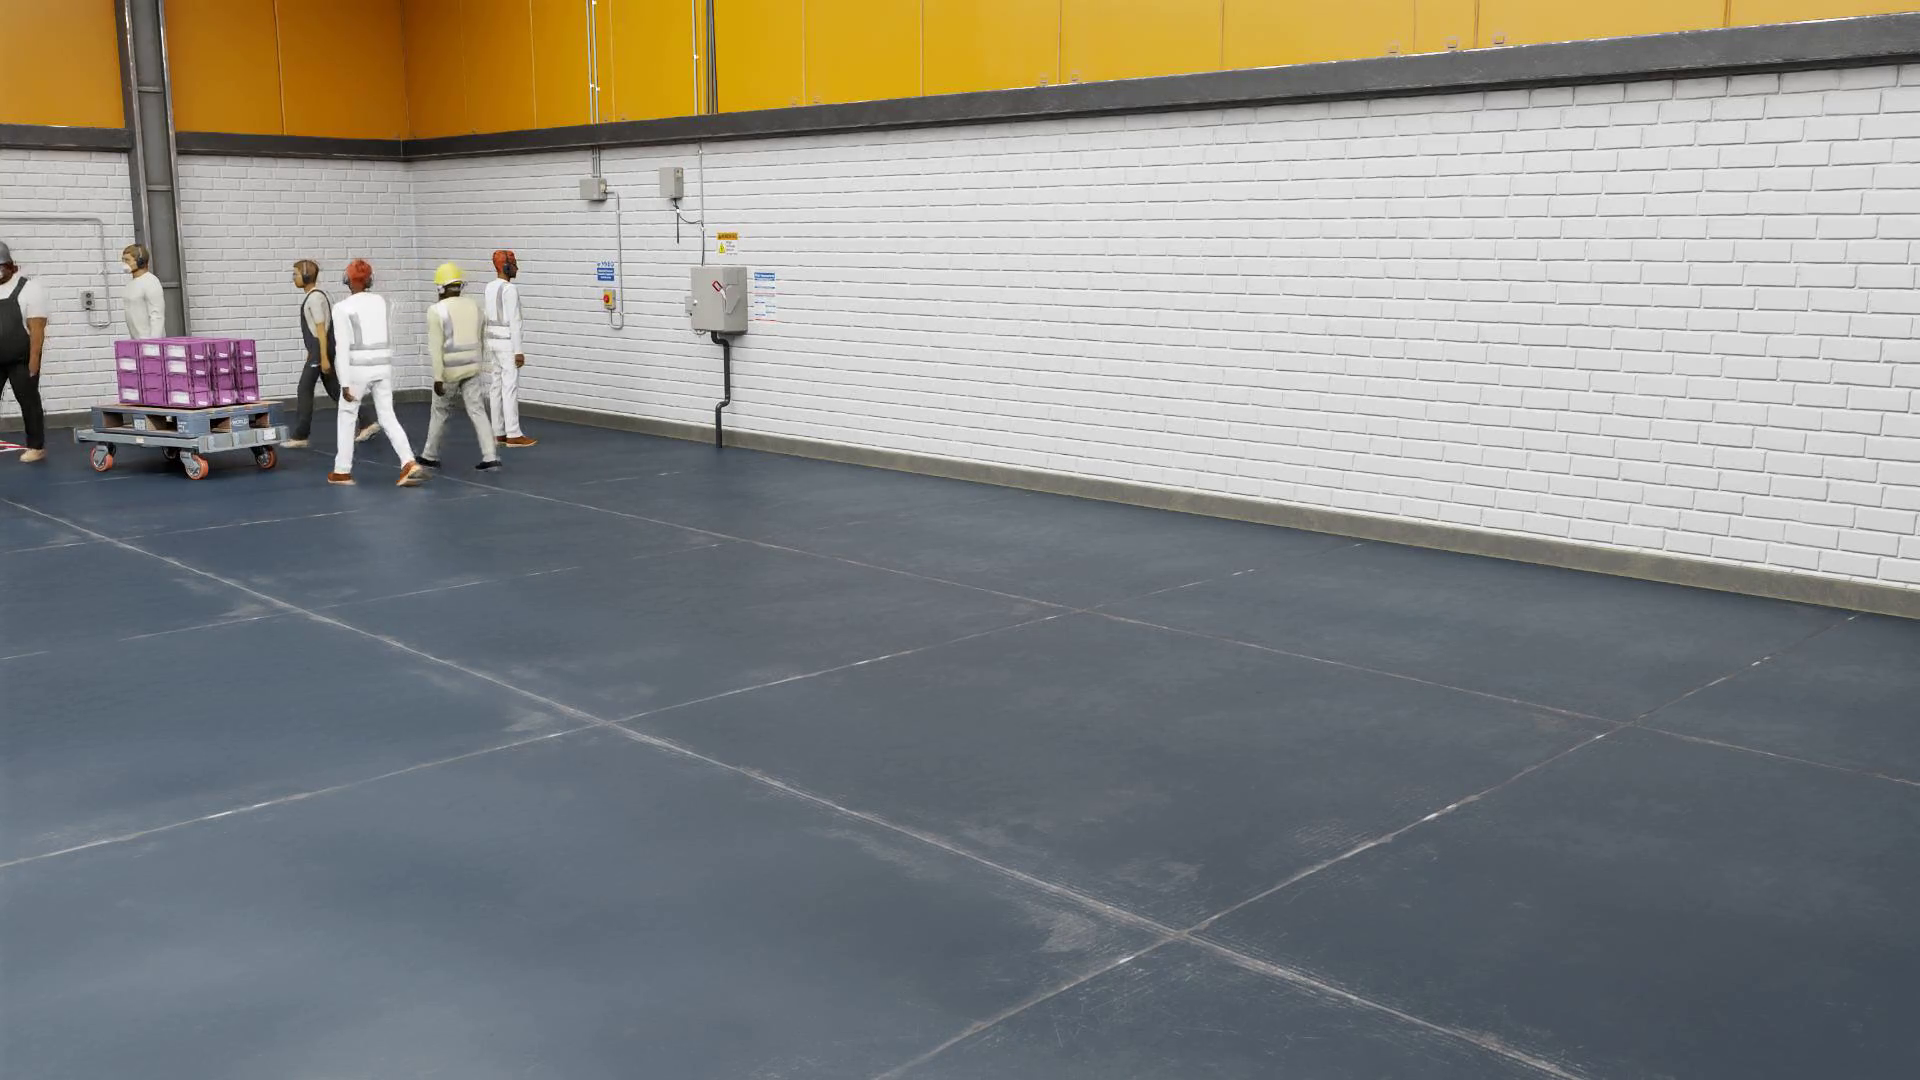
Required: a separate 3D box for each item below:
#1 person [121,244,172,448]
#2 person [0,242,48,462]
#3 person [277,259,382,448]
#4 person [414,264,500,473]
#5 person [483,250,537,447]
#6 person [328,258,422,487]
[{"bbox_3d":[-7.811,-1.857,15.949,0.372,1.940,0.627,-10,14,-43],"label":"person"},{"bbox_3d":[-8.363,-1.650,14.542,0.695,2.000,1.028,-1,10,-8],"label":"person"},{"bbox_3d":[-6.070,-1.786,15.952,0.931,1.811,0.520,-3,11,-18],"label":"person"},{"bbox_3d":[-4.323,-1.463,14.234,0.908,1.783,0.606,8,13,38],"label":"person"},{"bbox_3d":[-4.357,-1.834,15.978,0.362,1.882,0.576,-9,14,-40],"label":"person"},{"bbox_3d":[-4.743,-1.335,13.379,0.927,1.854,0.571,8,13,37],"label":"person"}]
